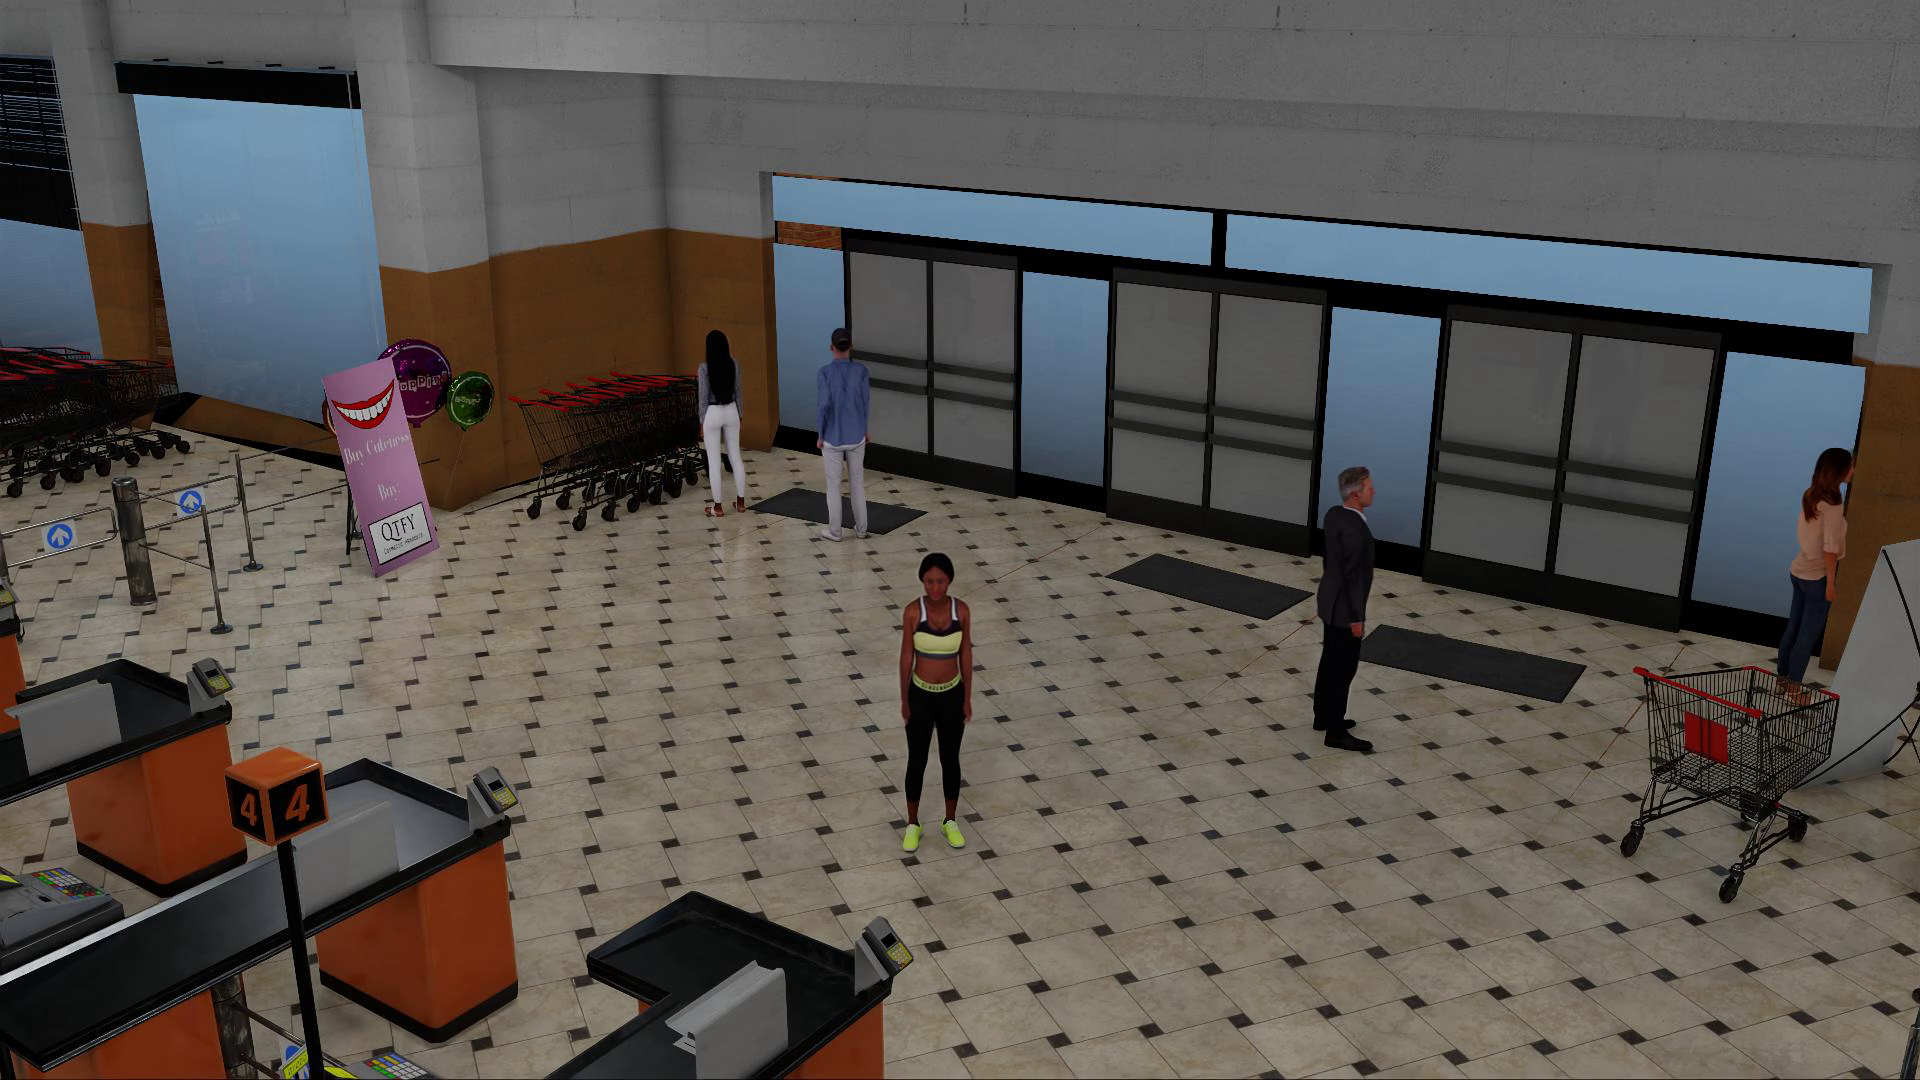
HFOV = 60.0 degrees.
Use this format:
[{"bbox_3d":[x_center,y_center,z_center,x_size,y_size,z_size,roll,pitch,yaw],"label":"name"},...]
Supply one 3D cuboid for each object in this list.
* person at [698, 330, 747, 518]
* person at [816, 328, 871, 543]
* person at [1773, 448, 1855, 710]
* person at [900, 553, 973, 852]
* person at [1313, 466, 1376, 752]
[{"bbox_3d":[-2.184,-1.077,15.192,0.586,1.724,0.719,-11,21,-29],"label":"person"},{"bbox_3d":[-1.020,-0.917,14.460,0.682,1.888,0.802,-8,20,-23],"label":"person"},{"bbox_3d":[5.730,0.243,11.172,0.728,1.792,0.618,2,19,5],"label":"person"},{"bbox_3d":[-0.137,0.894,9.301,0.635,1.753,0.683,-2,19,-6],"label":"person"},{"bbox_3d":[2.454,0.408,10.605,0.872,1.842,0.772,0,19,-1],"label":"person"}]
